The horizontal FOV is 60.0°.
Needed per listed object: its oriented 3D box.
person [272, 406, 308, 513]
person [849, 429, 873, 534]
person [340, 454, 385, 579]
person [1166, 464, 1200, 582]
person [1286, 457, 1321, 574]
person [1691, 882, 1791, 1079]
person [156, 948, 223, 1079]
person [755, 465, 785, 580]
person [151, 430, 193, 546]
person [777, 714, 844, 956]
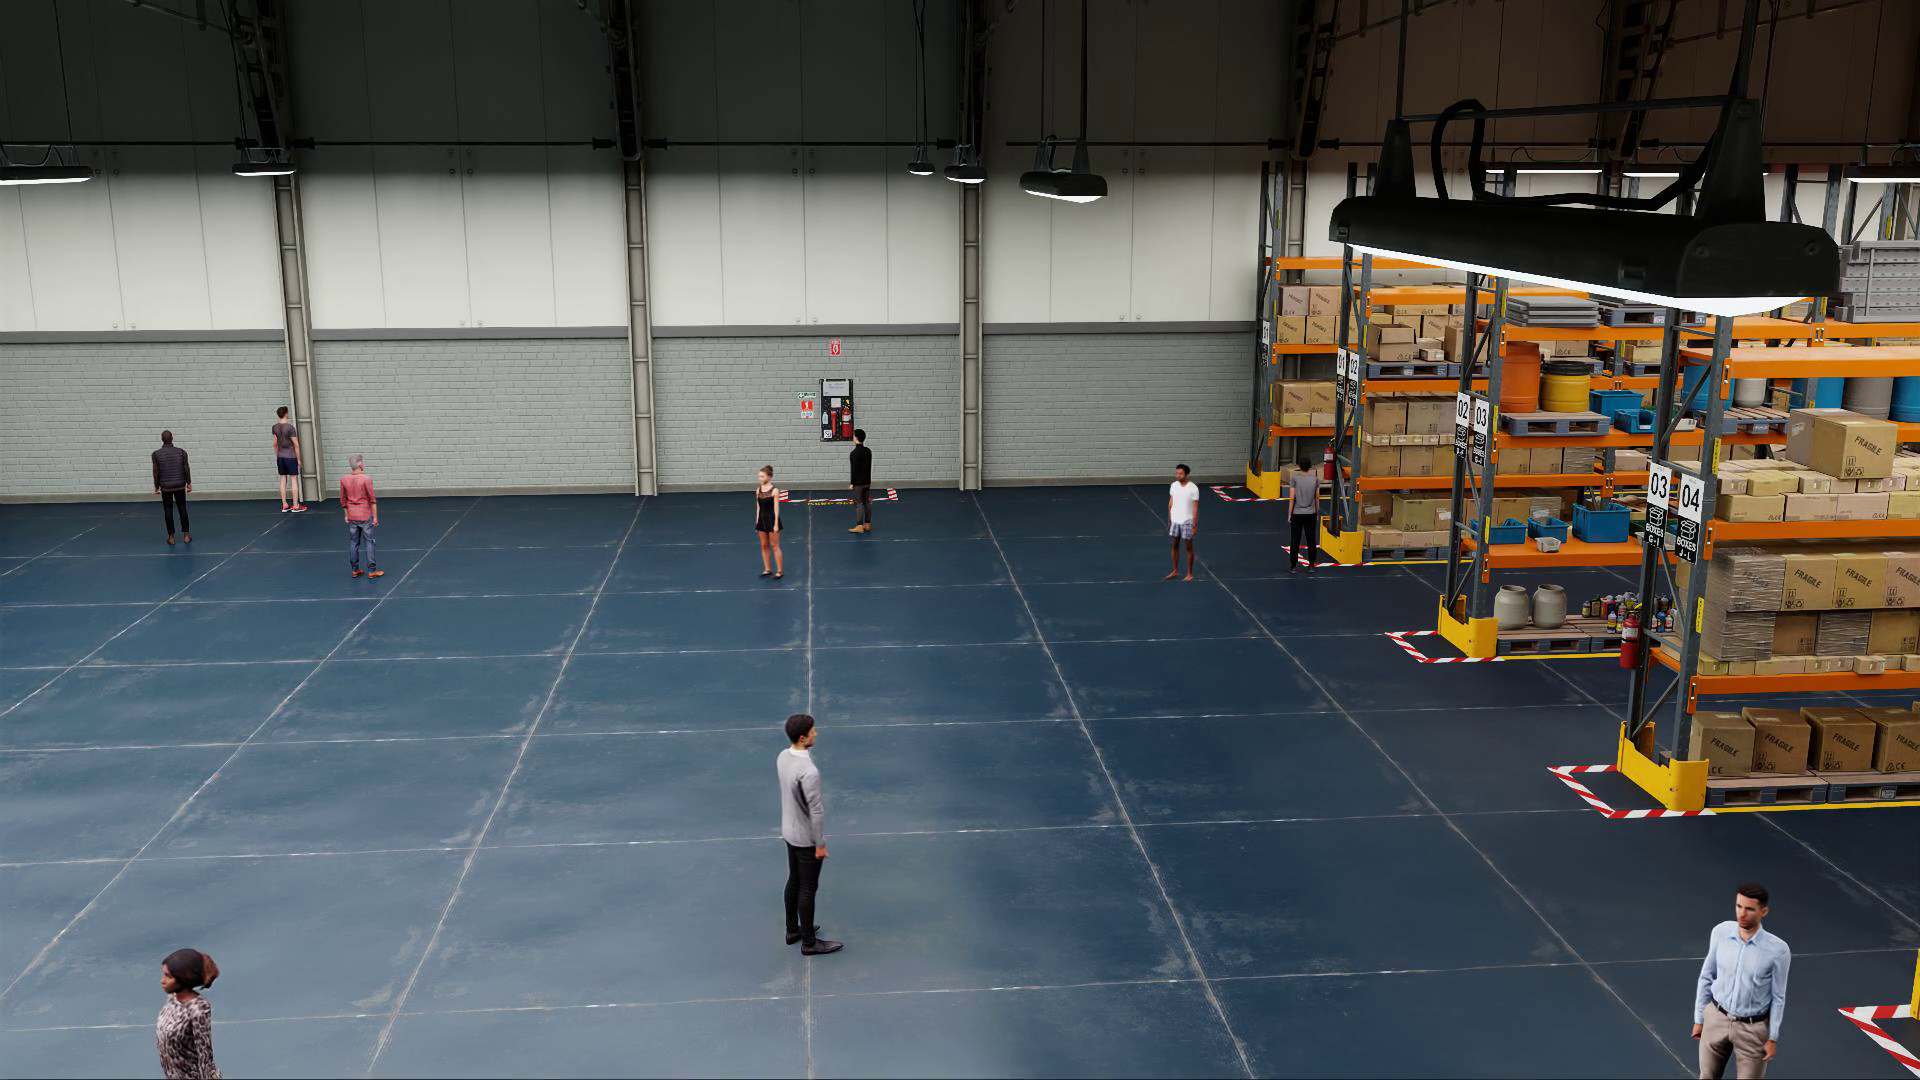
[{"bbox_3d":[-11.756,-1.414,29.056,0.606,1.853,0.768,3,13,14],"label":"person"},{"bbox_3d":[-1.641,-0.986,27.495,0.773,1.722,0.717,10,17,38],"label":"person"},{"bbox_3d":[-8.852,-0.359,24.549,0.597,1.830,0.810,3,13,11],"label":"person"},{"bbox_3d":[3.279,-0.274,24.407,0.707,1.729,0.768,11,17,39],"label":"person"},{"bbox_3d":[5.133,-0.386,24.833,0.484,1.755,0.674,-1,13,-2],"label":"person"},{"bbox_3d":[4.757,2.961,10.175,0.755,1.847,0.812,11,17,40],"label":"person"},{"bbox_3d":[-4.417,3.161,9.605,0.679,1.714,0.738,11,17,40],"label":"person"},{"bbox_3d":[-2.803,-0.265,24.492,0.684,1.673,0.755,8,15,32],"label":"person"},{"bbox_3d":[-12.643,-0.858,26.693,0.663,1.835,0.836,-7,15,-28],"label":"person"},{"bbox_3d":[-1.233,2.274,12.977,0.805,1.922,0.839,-8,15,-31],"label":"person"}]
